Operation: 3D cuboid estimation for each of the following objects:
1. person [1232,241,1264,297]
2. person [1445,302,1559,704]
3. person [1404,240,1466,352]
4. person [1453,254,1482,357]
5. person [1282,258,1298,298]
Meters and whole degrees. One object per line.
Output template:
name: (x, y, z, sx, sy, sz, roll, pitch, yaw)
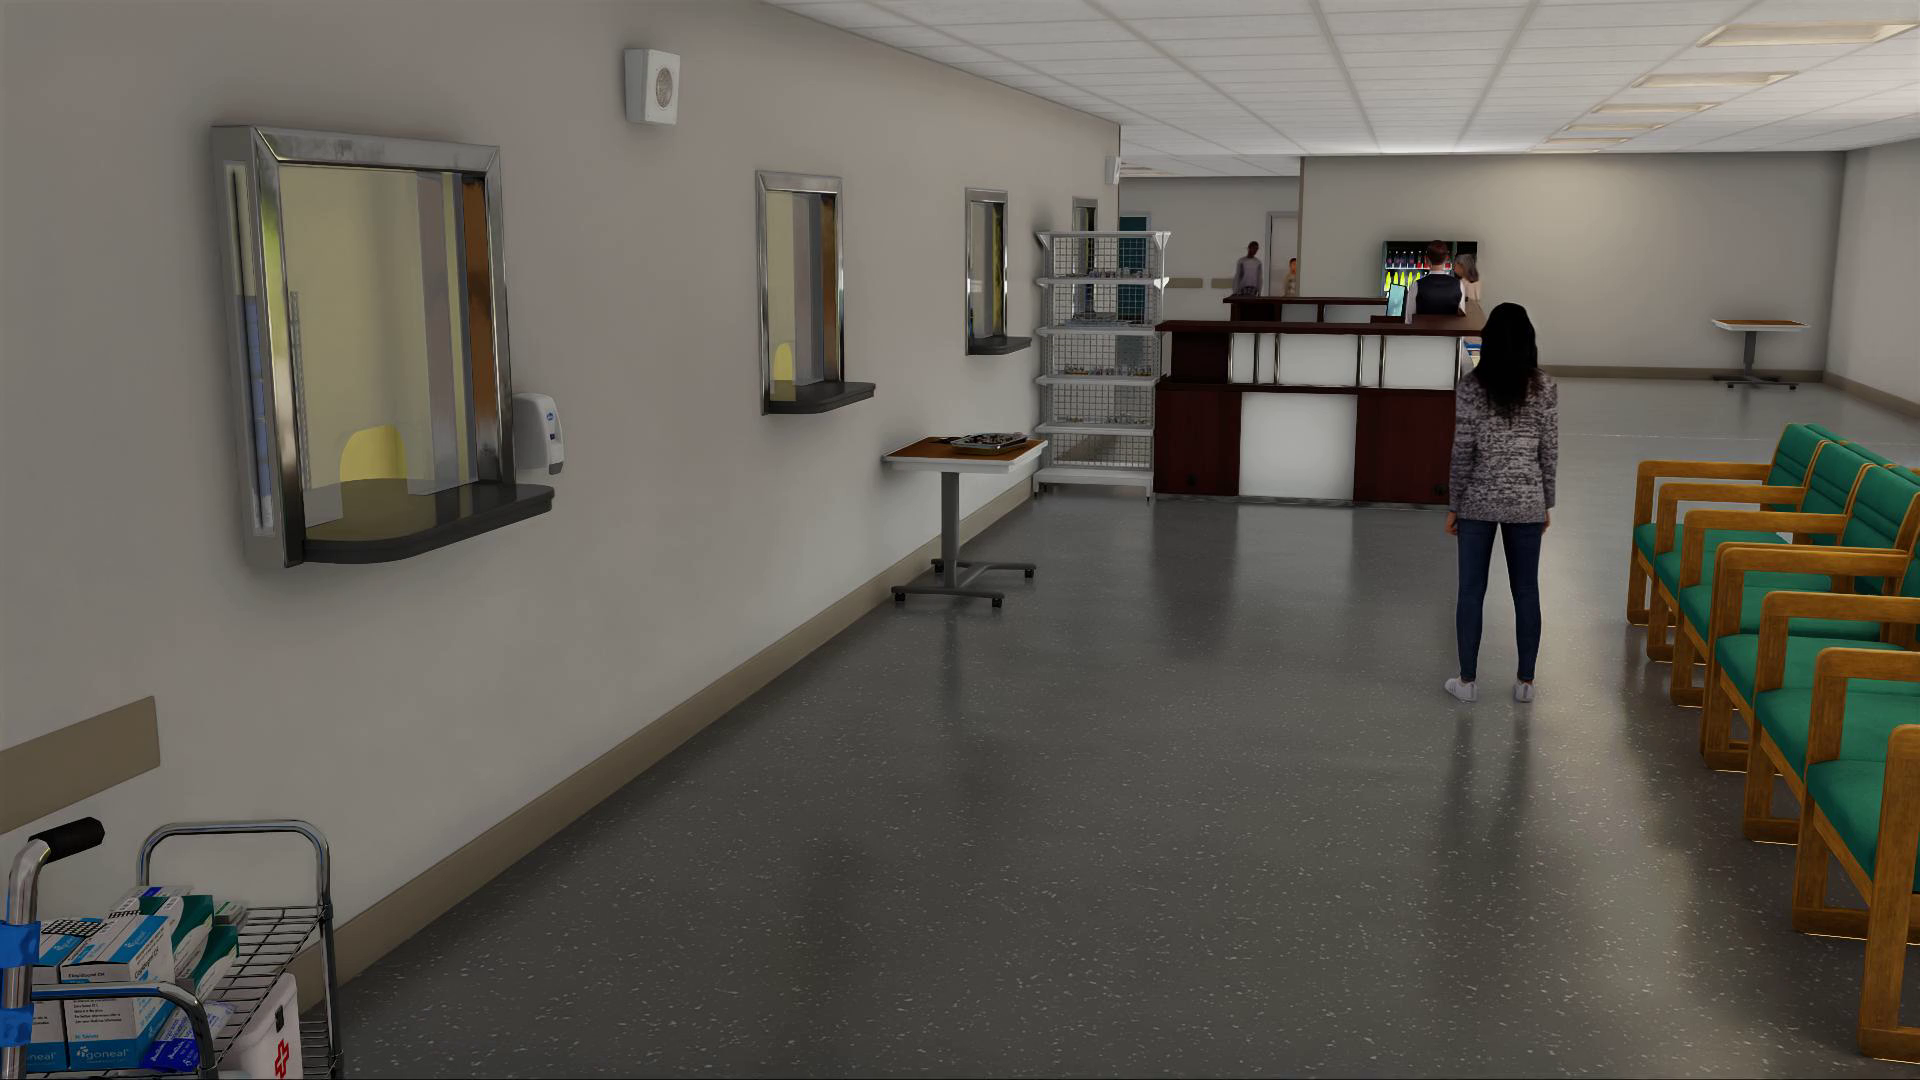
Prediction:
person: (5.066, -4.397, 29.489, 0.725, 1.749, 0.829, -1, 11, -6)
person: (2.340, -0.160, 7.209, 0.508, 1.732, 0.699, 1, 11, 7)
person: (3.991, -1.554, 14.010, 0.538, 1.935, 0.733, 2, 11, 8)
person: (5.722, -2.350, 18.759, 0.726, 1.727, 0.754, -9, 14, -40)
person: (5.957, -4.303, 29.848, 0.934, 1.431, 0.852, -2, 11, -10)
